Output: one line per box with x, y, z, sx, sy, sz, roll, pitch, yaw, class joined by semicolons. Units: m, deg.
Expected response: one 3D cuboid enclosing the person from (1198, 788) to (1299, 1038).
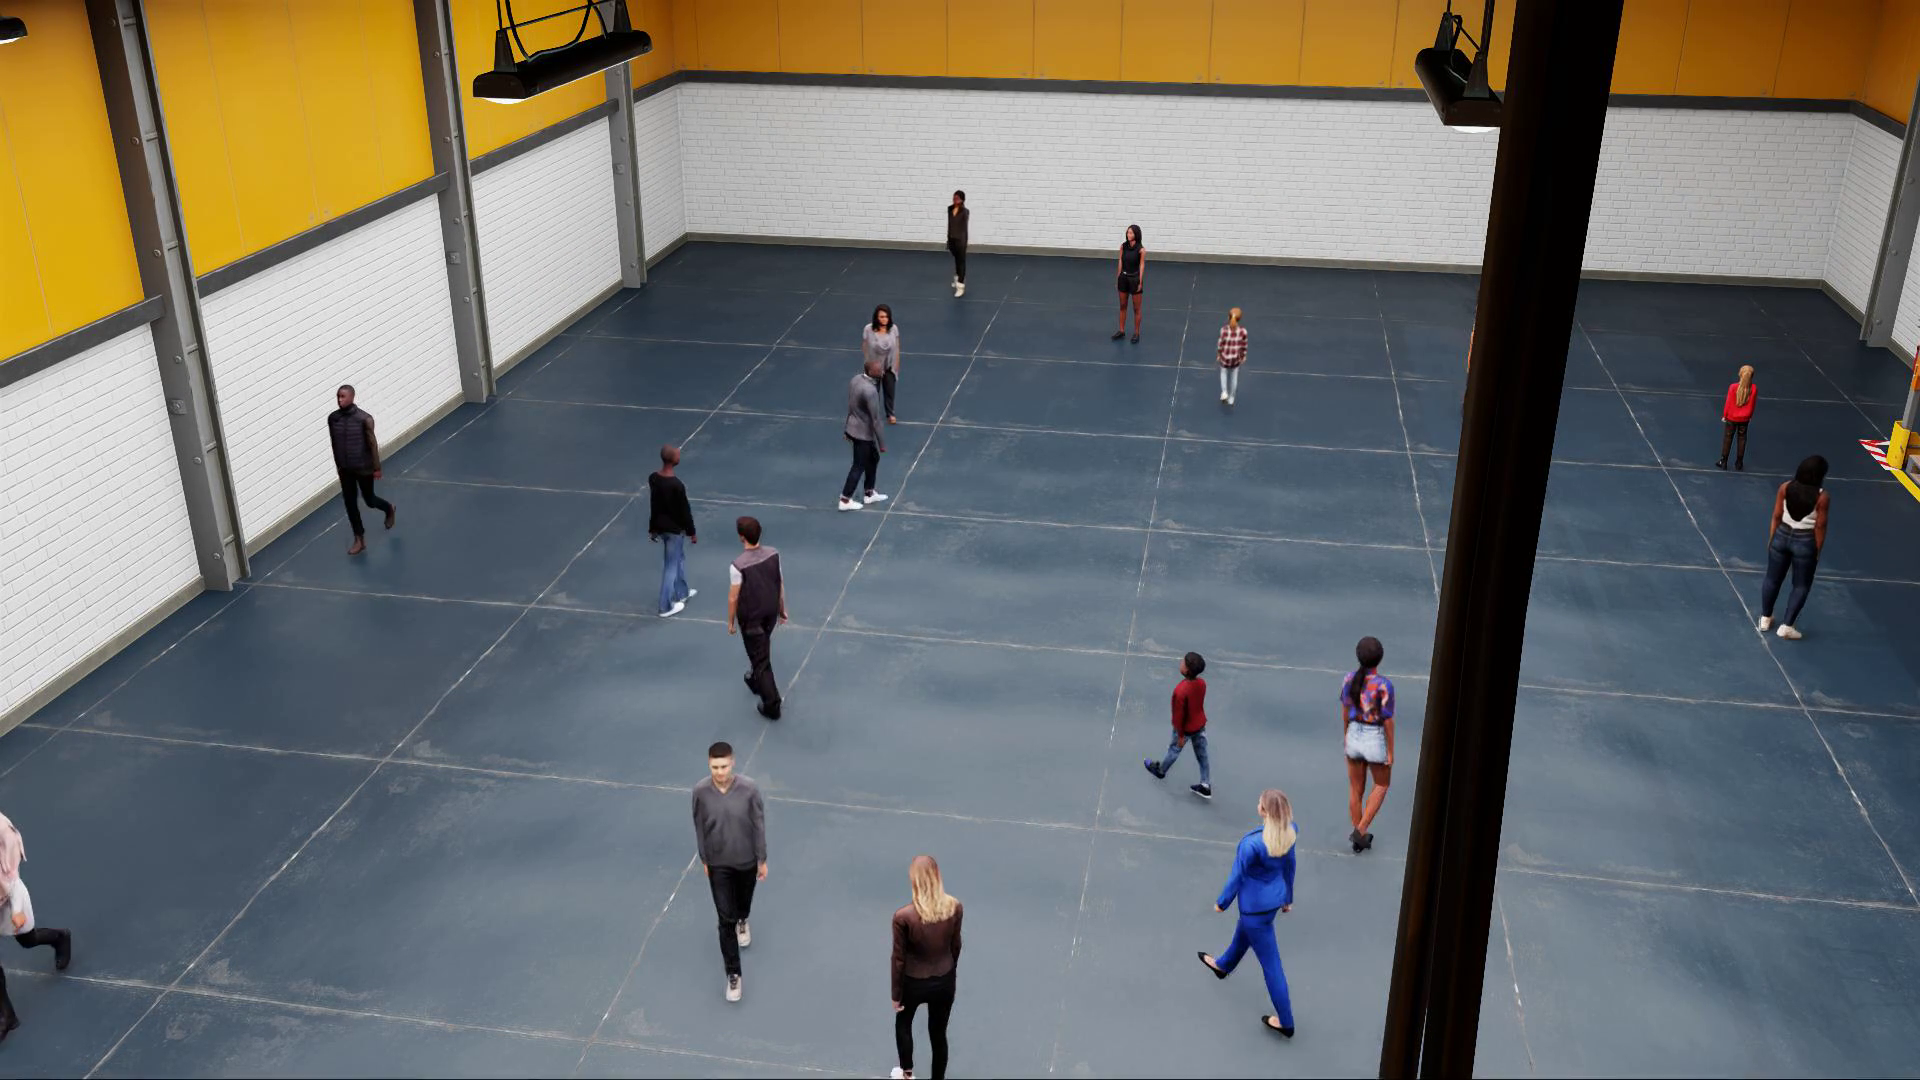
1.986;2.394;10.586;1.141;1.655;1.115;-20;31;-38;person

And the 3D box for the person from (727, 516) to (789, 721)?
-1.675;0.694;14.262;1.046;1.826;1.072;-19;30;-36;person

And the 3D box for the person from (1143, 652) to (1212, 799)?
1.869;1.491;13.184;0.866;1.228;0.884;-19;30;-37;person

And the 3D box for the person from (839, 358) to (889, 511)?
-1.173;-1.163;18.576;0.982;1.773;0.930;-10;25;-21;person

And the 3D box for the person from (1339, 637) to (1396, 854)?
2.965;1.574;12.377;0.839;1.724;0.798;-21;31;-39;person

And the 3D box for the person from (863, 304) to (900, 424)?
-1.015;-2.268;21.321;0.738;1.599;0.777;-3;24;-8;person

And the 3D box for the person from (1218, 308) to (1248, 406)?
3.601;-2.423;22.054;0.544;1.295;0.517;3;24;6;person

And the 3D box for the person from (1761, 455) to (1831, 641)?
7.909;0.052;15.755;0.873;1.806;0.819;-22;32;-40;person

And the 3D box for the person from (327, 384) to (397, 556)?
-6.360;-0.789;17.666;0.723;1.817;1.049;5;24;12;person

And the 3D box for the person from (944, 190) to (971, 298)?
-0.047;-4.864;27.201;0.843;1.647;0.973;12;26;26;person

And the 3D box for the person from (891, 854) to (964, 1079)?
-0.158;2.691;9.874;0.762;1.681;0.800;-8;25;-17;person

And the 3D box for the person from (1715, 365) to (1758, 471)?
9.310;-1.473;19.901;0.501;1.281;0.488;3;24;6;person

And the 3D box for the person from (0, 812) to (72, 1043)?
-6.130;2.278;10.706;0.732;1.771;1.193;1;24;1;person

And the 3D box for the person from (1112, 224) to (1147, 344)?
2.534;-3.816;24.684;0.667;1.741;0.658;15;28;31;person

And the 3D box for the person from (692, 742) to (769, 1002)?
-1.519;2.102;11.169;0.905;1.723;1.217;-4;24;-10;person

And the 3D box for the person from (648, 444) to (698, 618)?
-2.873;-0.064;16.115;0.810;1.731;0.919;18;29;35;person
